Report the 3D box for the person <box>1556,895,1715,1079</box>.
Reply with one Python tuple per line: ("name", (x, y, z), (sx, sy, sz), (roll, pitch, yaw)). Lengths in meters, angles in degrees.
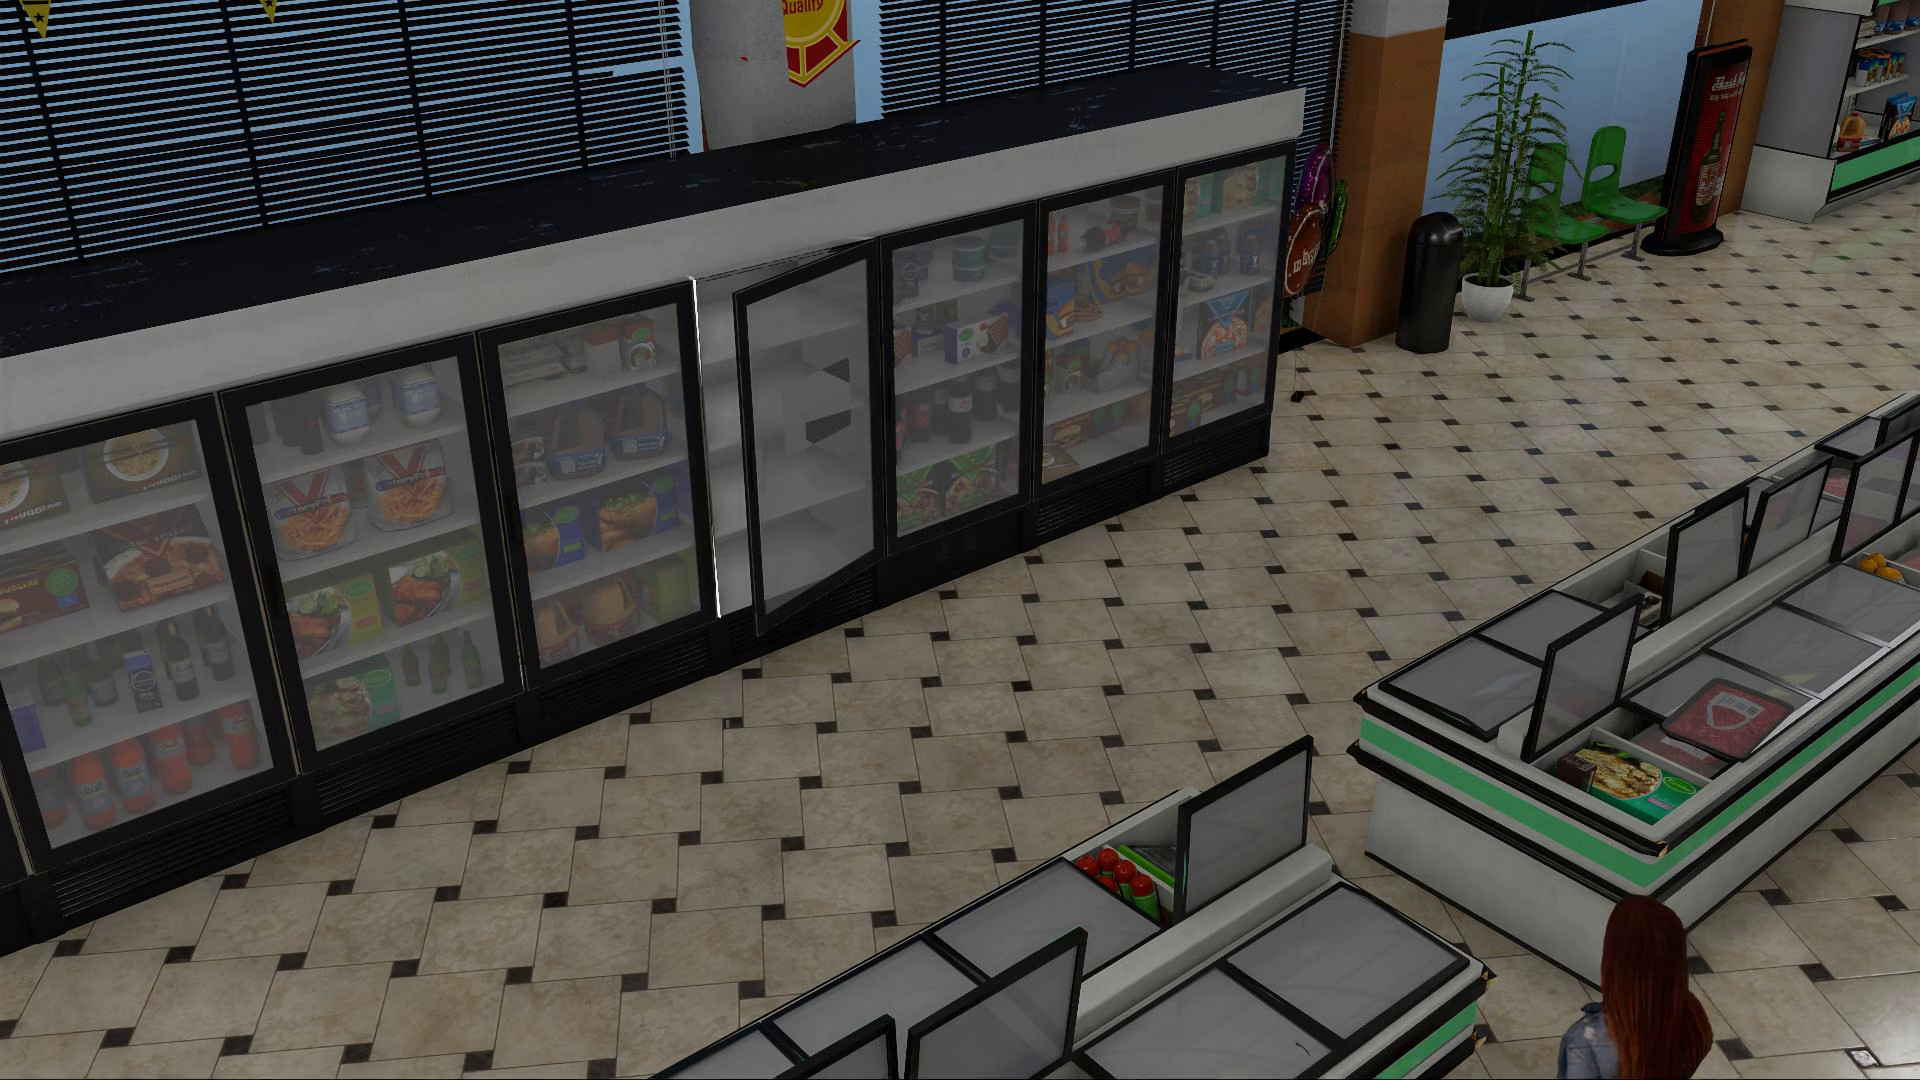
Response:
("person", (1.686, 1.654, 4.324), (0.528, 1.701, 0.720), (-14, 30, -25))
